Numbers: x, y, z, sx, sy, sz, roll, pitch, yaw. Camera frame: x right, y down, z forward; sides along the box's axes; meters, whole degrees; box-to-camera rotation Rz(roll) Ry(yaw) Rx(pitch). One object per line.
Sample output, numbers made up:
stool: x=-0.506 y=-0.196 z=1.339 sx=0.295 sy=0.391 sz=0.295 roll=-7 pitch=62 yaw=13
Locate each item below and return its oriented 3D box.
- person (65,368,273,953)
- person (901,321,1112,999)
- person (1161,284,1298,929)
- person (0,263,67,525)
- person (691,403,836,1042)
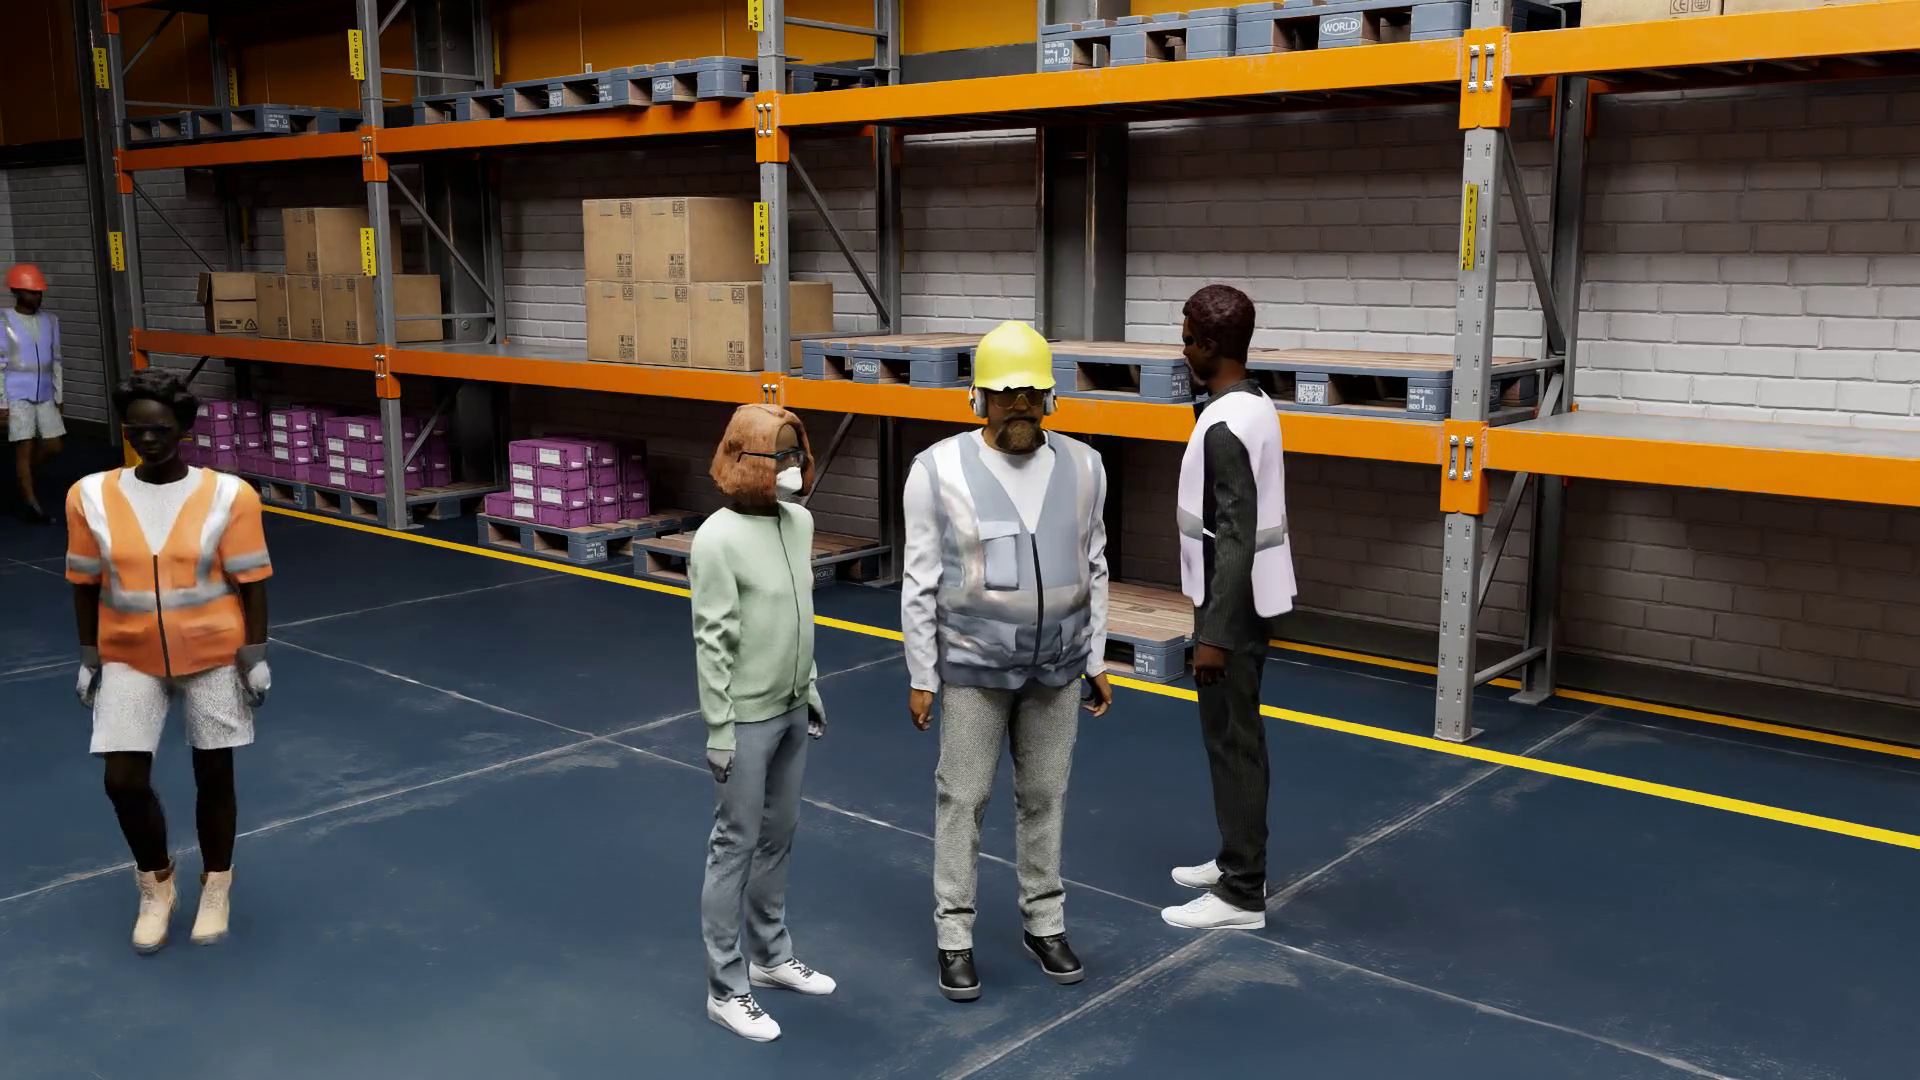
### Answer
person: x=-2.240 y=0.357 z=4.738 sx=0.552 sy=1.682 sz=0.435 roll=-3 pitch=10 yaw=-16
person: x=0.141 y=0.327 z=4.513 sx=0.601 sy=1.830 sz=0.404 roll=-3 pitch=11 yaw=-19
person: x=0.813 y=0.207 z=4.958 sx=0.370 sy=1.915 sz=0.596 roll=2 pitch=10 yaw=14
person: x=-6.847 y=-1.063 z=12.190 sx=0.623 sy=1.916 sz=0.560 roll=5 pitch=11 yaw=28
person: x=-0.508 y=0.457 z=4.334 sx=0.265 sy=1.632 sz=0.509 roll=5 pitch=11 yaw=25
